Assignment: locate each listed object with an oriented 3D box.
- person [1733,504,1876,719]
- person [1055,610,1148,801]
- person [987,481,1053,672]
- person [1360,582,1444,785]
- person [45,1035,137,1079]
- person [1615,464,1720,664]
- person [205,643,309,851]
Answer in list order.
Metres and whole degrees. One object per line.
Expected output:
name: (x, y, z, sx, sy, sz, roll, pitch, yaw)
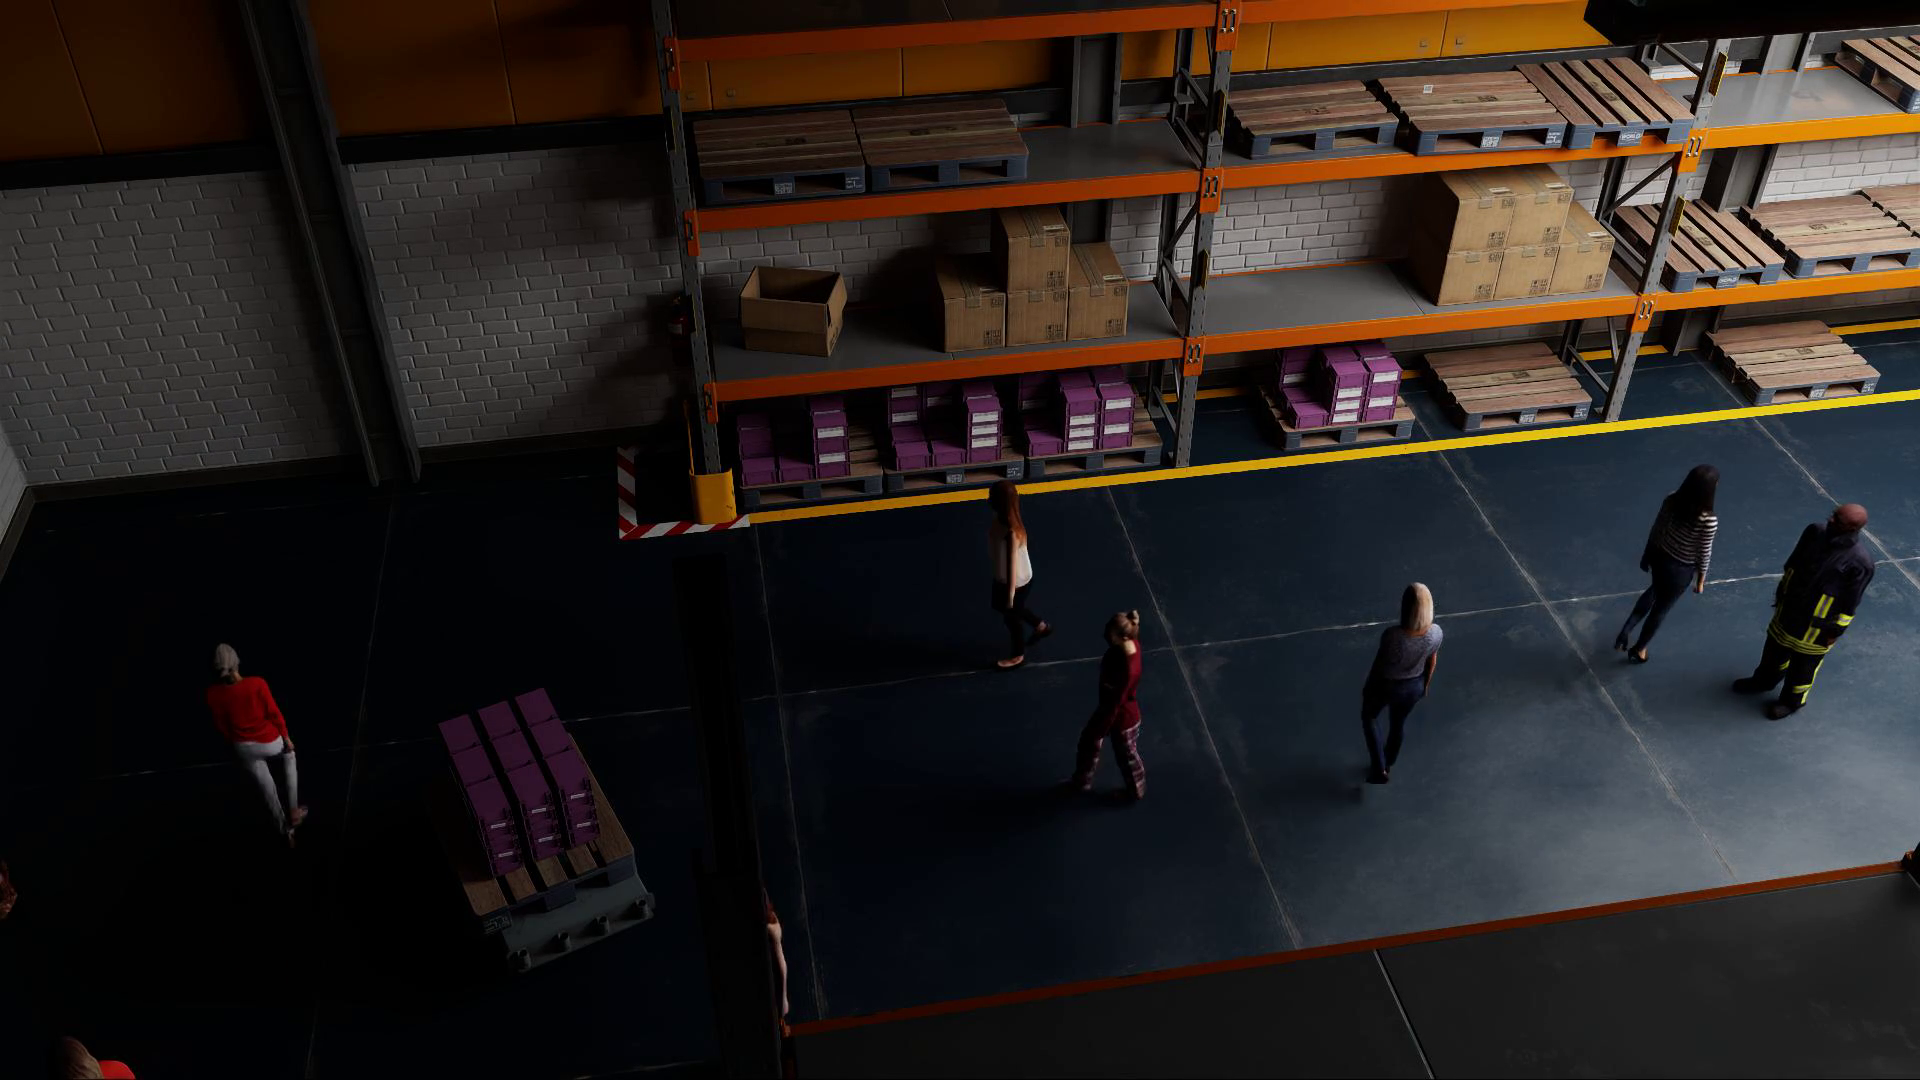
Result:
person: (5.962, 0.450, 11.609, 0.745, 1.820, 0.799, -15, 41, -18)
person: (1.124, 1.123, 10.877, 0.865, 1.681, 0.668, -3, 39, -4)
person: (0.456, 0.262, 11.936, 0.741, 1.706, 0.586, -7, 39, -8)
person: (2.899, 1.010, 10.996, 0.702, 1.709, 0.705, 0, 39, 0)
person: (-4.295, 3.050, 8.453, 0.591, 1.695, 0.723, -22, 43, -25)
person: (5.020, 0.246, 11.894, 0.755, 1.782, 0.698, -19, 42, -22)
person: (-4.455, 1.365, 10.575, 0.574, 1.680, 0.660, -10, 40, -13)
